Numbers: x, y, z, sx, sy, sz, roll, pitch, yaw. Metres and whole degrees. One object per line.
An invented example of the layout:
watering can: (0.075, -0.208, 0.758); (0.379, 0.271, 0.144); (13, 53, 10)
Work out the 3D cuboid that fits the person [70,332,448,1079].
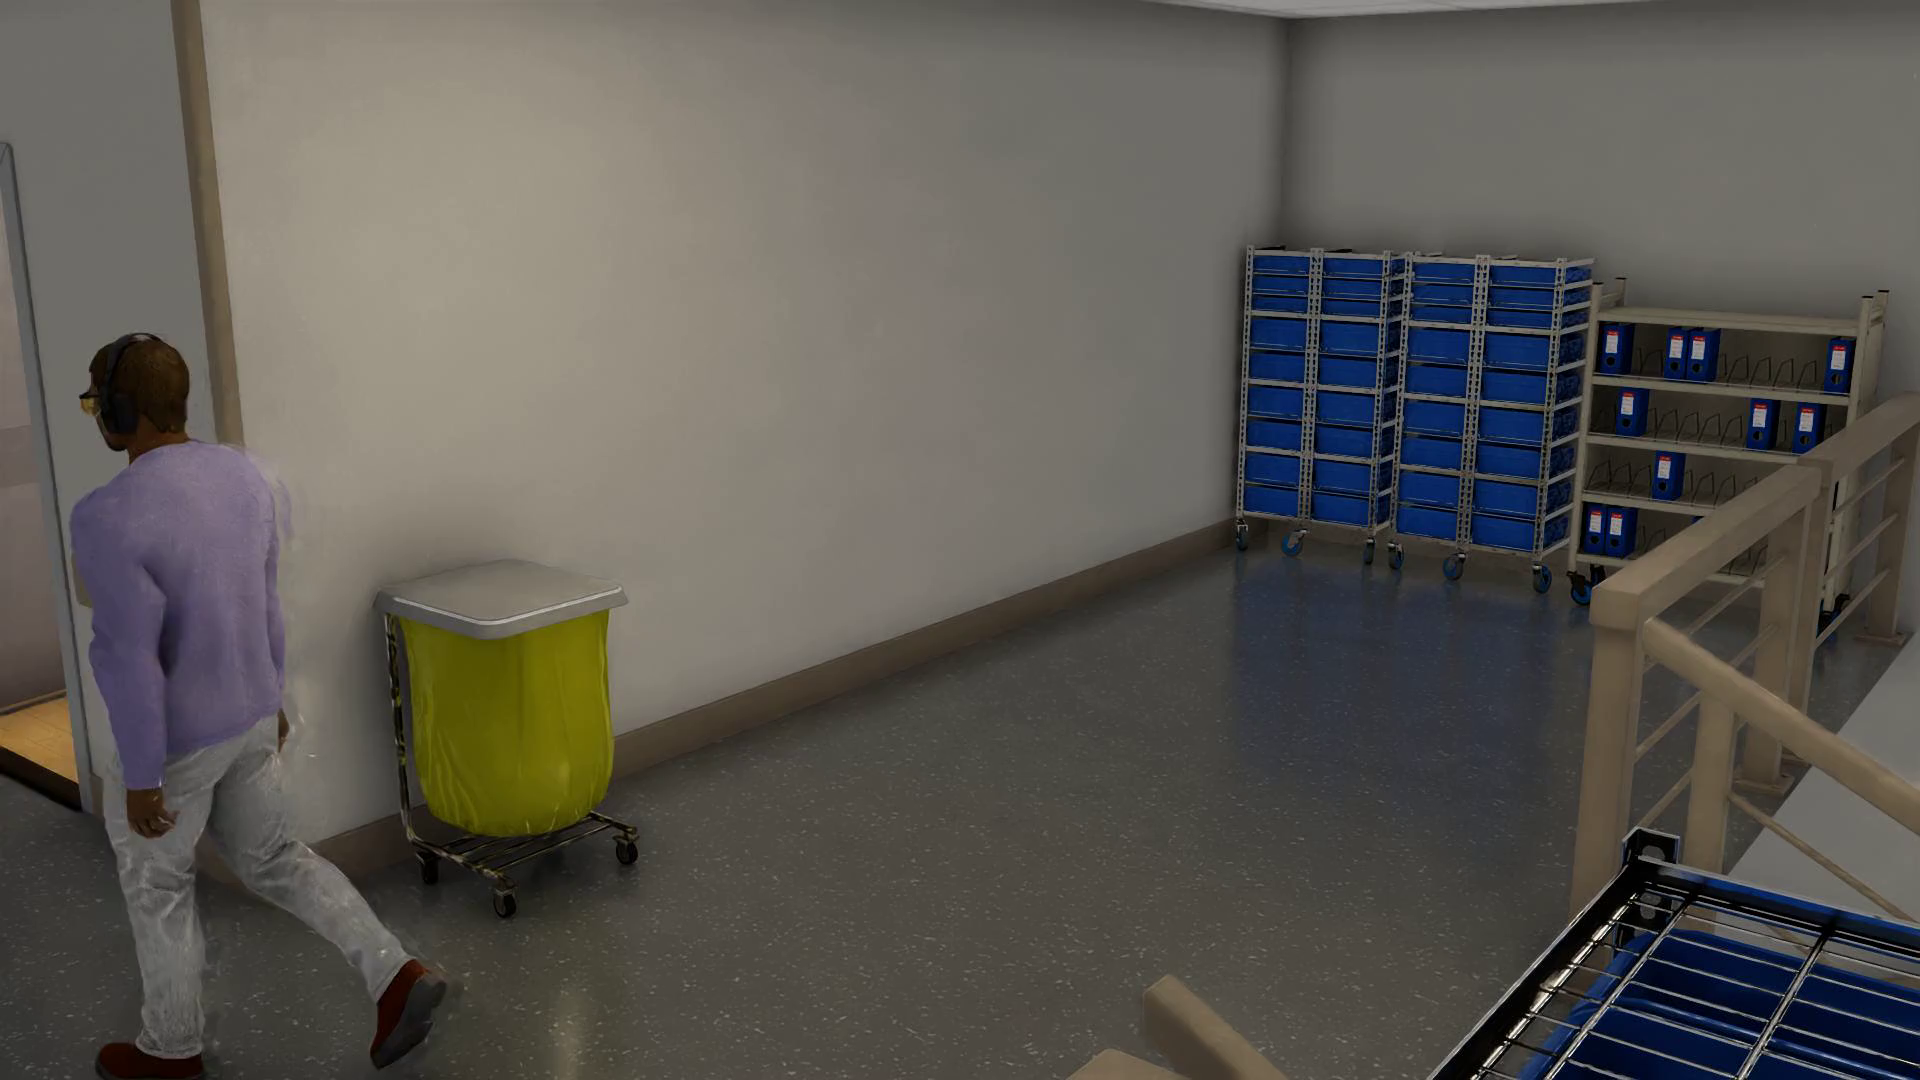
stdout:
person: (-1.748, 0.455, 4.021); (0.852, 1.914, 0.638); (3, 14, 12)
